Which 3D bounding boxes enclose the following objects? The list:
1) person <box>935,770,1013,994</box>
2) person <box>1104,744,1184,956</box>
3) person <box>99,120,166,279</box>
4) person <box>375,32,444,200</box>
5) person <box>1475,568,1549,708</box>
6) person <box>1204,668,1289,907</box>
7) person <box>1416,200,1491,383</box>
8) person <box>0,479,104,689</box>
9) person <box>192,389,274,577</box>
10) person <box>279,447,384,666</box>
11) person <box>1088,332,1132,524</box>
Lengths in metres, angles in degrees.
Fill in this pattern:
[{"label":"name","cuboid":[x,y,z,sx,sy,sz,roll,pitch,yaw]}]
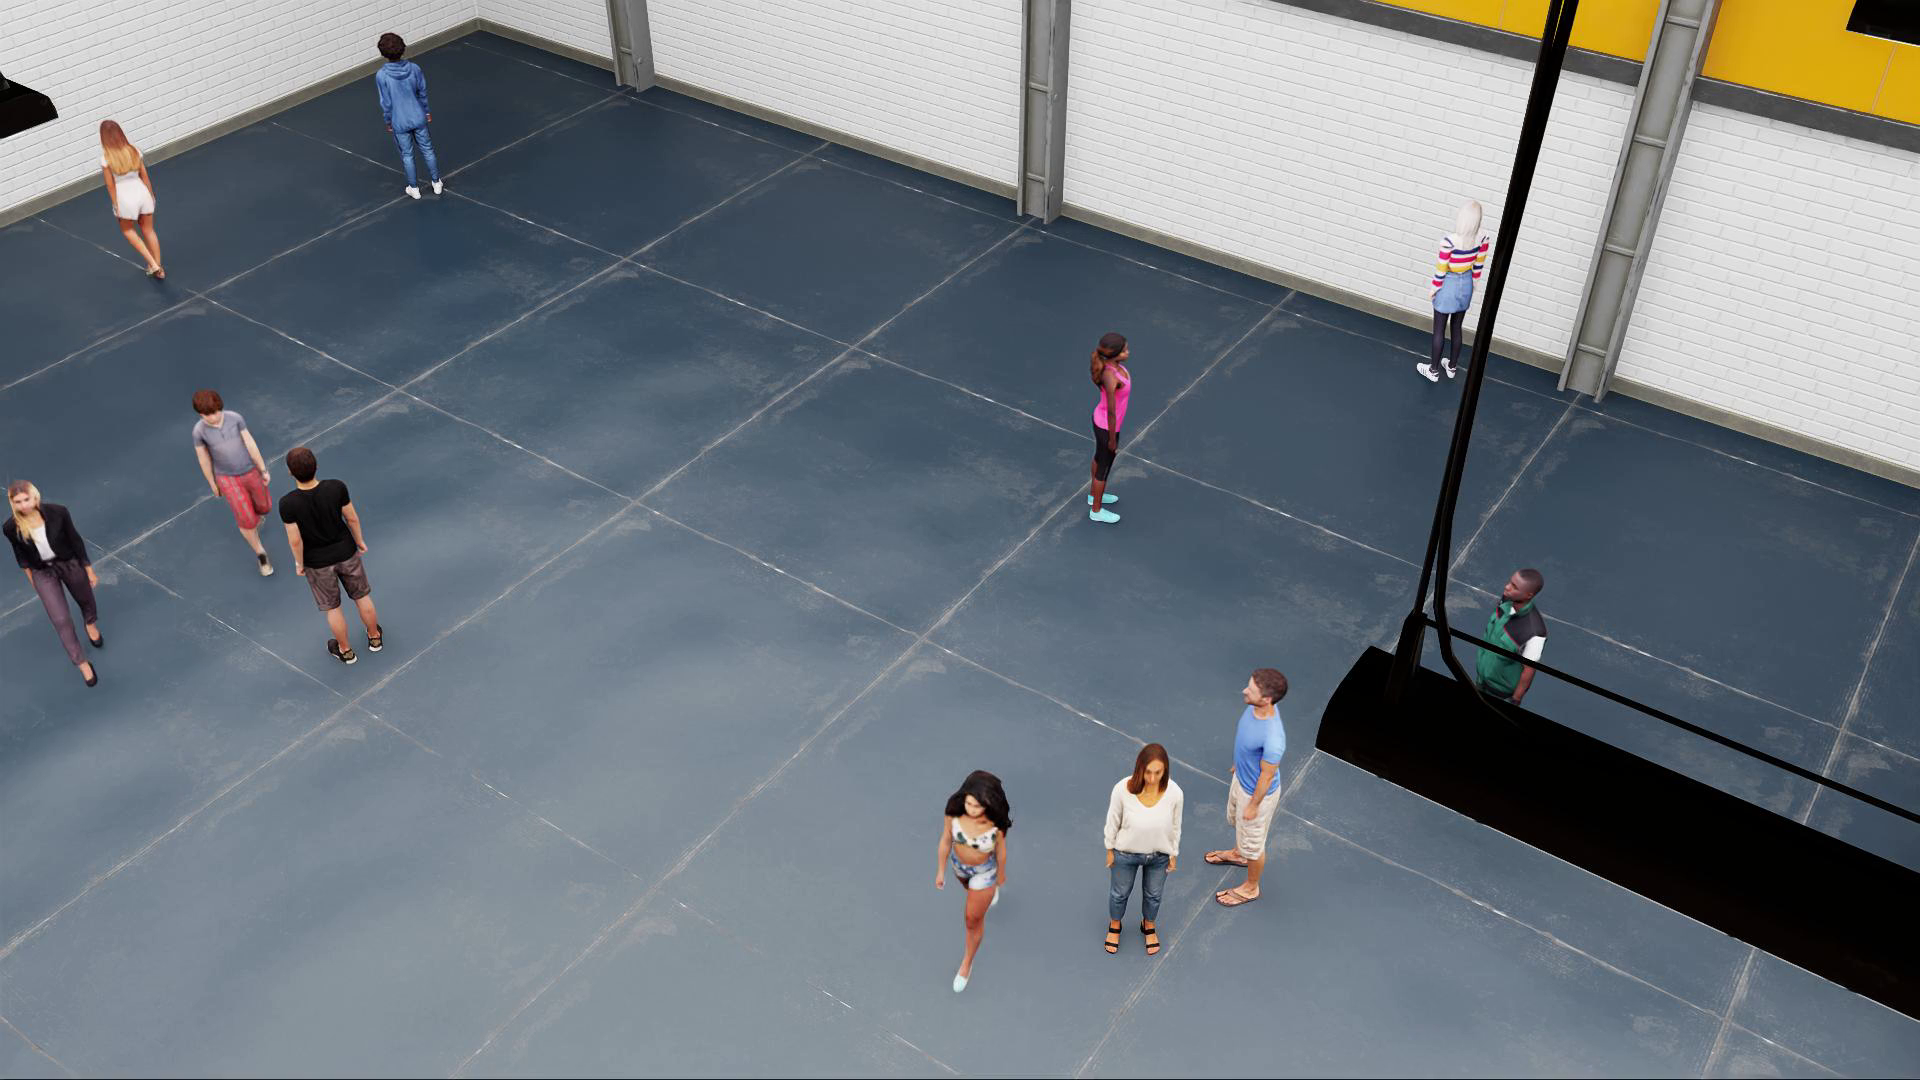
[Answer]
[{"label":"person","cuboid":[0.111,1.922,9.979,1.032,1.592,0.731,17,42,20]},{"label":"person","cuboid":[1.096,1.852,9.995,0.651,1.682,0.756,2,39,2]},{"label":"person","cuboid":[-8.163,-3.323,16.476,0.640,1.680,0.685,-31,48,-33]},{"label":"person","cuboid":[-5.963,-4.576,17.941,0.754,1.808,0.721,-19,42,-22]},{"label":"person","cuboid":[3.606,0.910,11.048,0.834,1.840,0.781,-5,39,-6]},{"label":"person","cuboid":[1.827,1.493,10.298,0.781,1.864,0.738,-3,39,-4]},{"label":"person","cuboid":[4.479,-2.264,15.047,0.721,1.808,0.746,-10,40,-13]},{"label":"person","cuboid":[-6.541,0.205,12.091,0.832,1.639,1.083,-23,44,-26]},{"label":"person","cuboid":[-5.673,-0.540,13.030,0.816,1.632,1.049,-25,45,-28]},{"label":"person","cuboid":[-4.559,0.109,12.033,0.754,1.862,0.708,-24,45,-27]},{"label":"person","cuboid":[1.189,-0.933,13.449,0.698,1.723,0.665,2,39,2]}]
